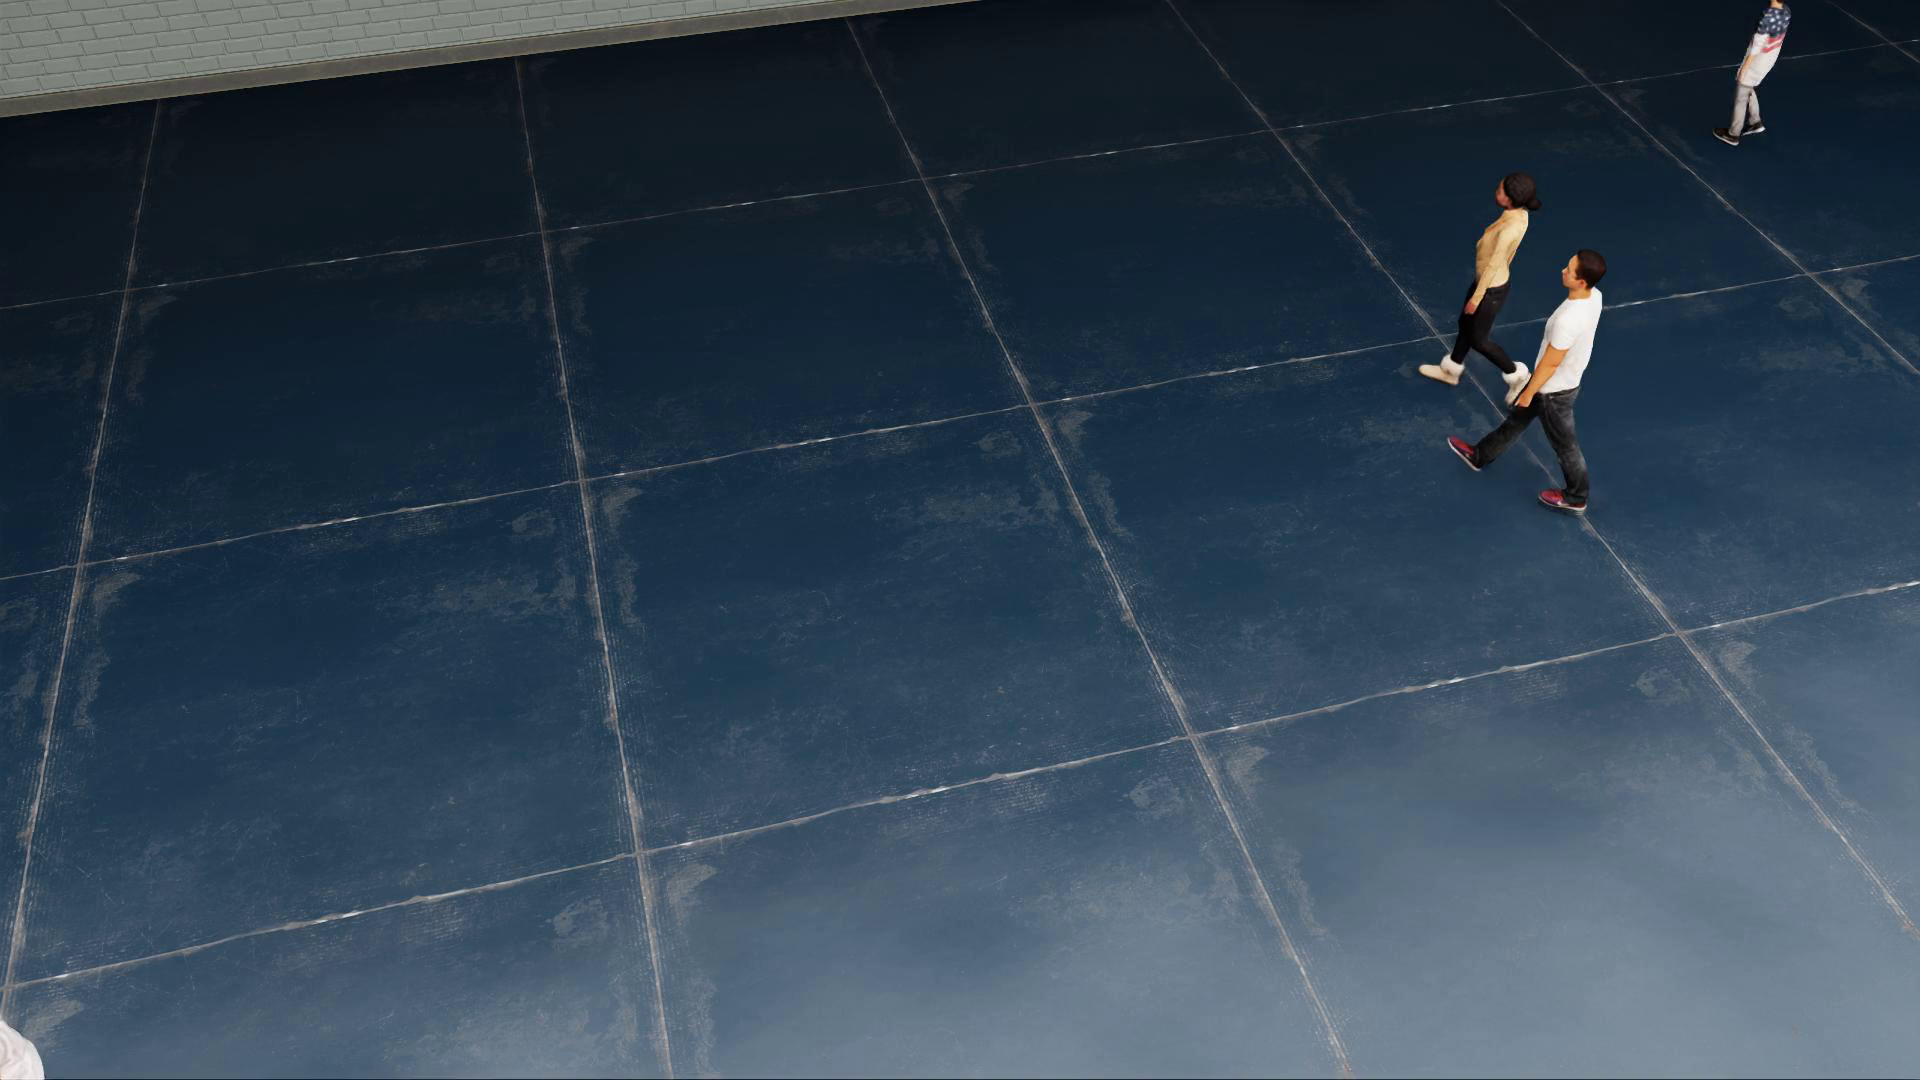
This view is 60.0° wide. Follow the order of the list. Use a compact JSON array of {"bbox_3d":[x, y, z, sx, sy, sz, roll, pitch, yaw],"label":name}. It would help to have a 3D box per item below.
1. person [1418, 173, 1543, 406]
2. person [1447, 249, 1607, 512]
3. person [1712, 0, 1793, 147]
[{"bbox_3d":[3.471,-1.590,10.684,1.017,1.645,1.006,18,46,18],"label":"person"},{"bbox_3d":[3.630,-0.897,9.857,1.197,1.760,1.155,20,47,20],"label":"person"},{"bbox_3d":[6.393,-3.786,13.191,0.652,1.434,0.703,-29,50,-28],"label":"person"}]
